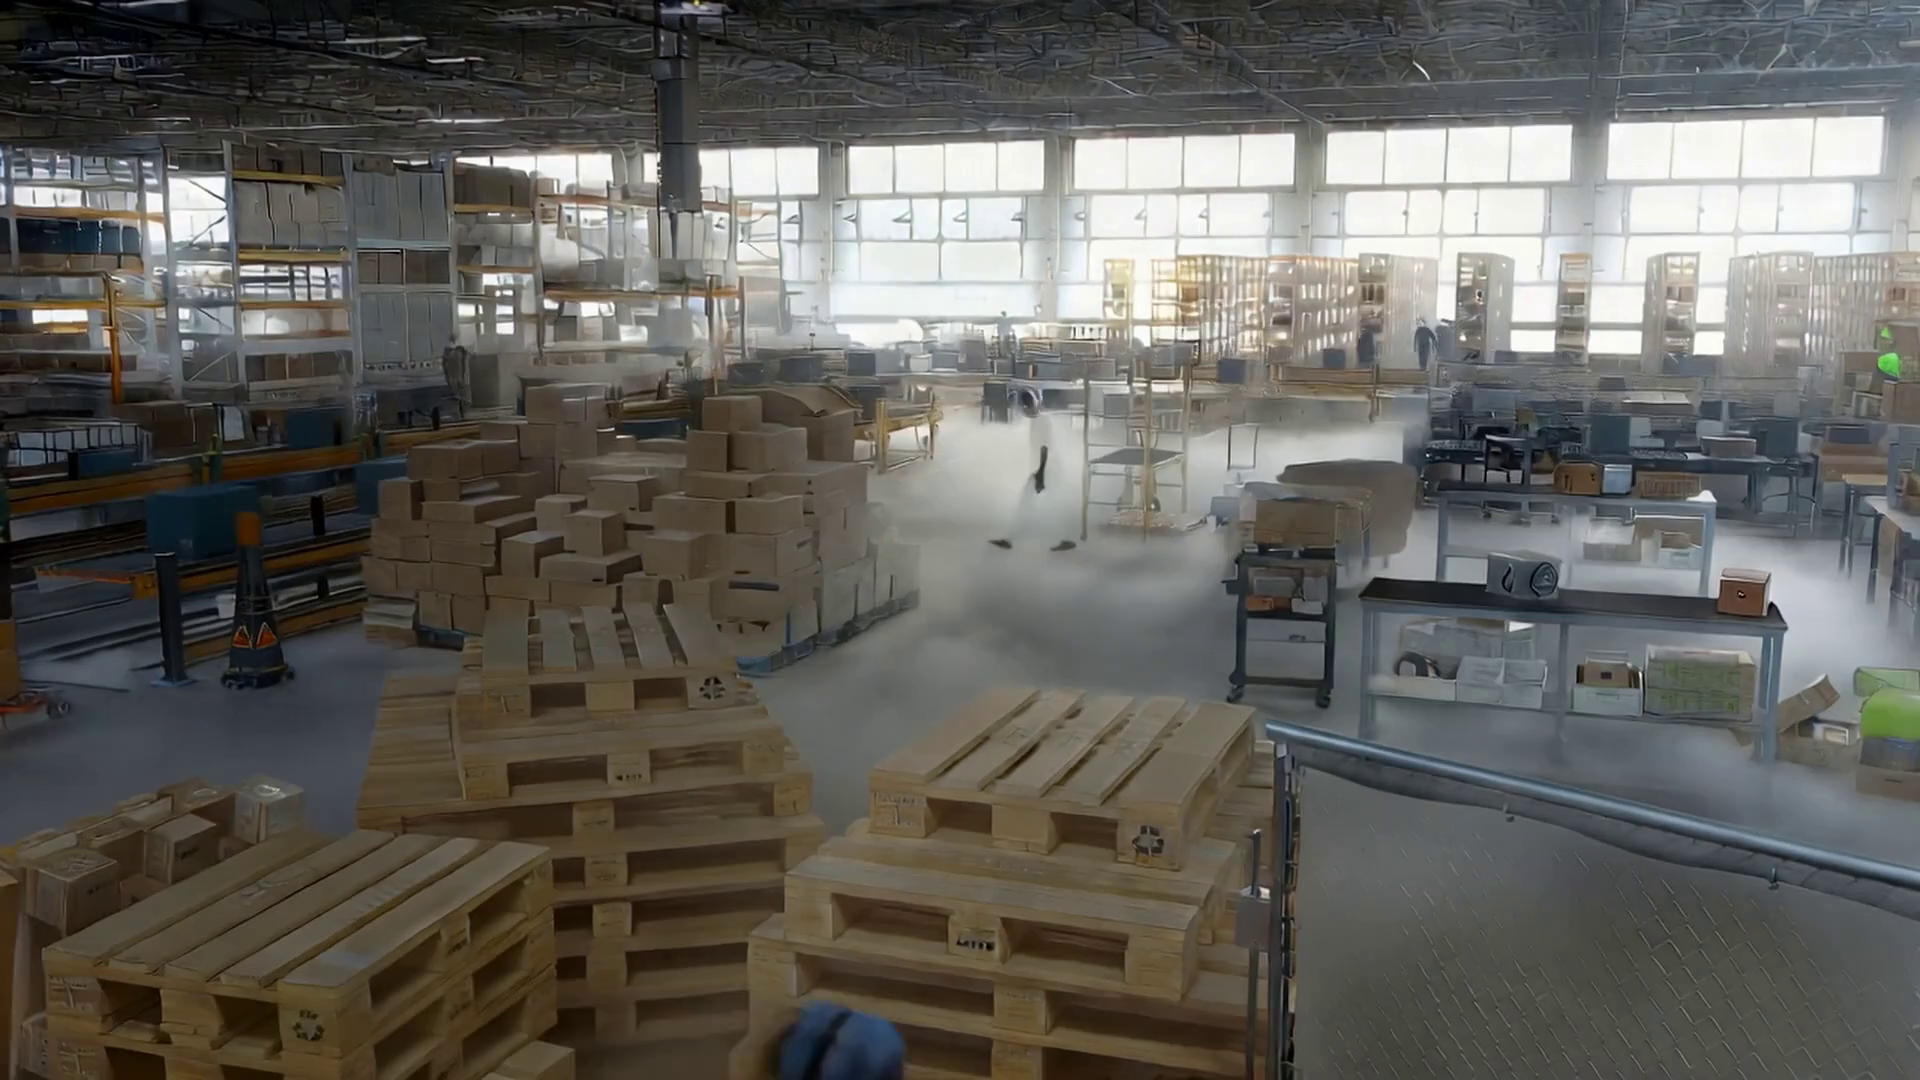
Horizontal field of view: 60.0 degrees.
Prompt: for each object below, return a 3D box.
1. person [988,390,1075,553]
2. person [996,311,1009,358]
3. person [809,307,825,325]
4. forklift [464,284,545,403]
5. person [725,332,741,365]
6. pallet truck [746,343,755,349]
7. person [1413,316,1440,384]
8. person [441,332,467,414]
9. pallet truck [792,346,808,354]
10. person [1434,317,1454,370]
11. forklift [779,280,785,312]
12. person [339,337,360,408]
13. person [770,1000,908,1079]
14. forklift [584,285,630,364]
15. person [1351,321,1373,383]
[{"bbox_3d":[0.818,-0.740,18.147,1.008,1.795,0.595,-3,10,-20],"label":"person"},{"bbox_3d":[1.568,-7.519,60.897,0.480,1.732,0.345,-1,9,-6],"label":"person"},{"bbox_3d":[-5.147,-7.425,59.795,0.625,1.902,0.990,-2,9,-10],"label":"person"},{"bbox_3d":[-10.832,-4.702,39.610,1.129,2.768,1.873,3,10,20],"label":"forklift"},{"bbox_3d":[-5.455,-4.163,39.990,0.331,1.689,0.544,-8,12,-42],"label":"person"},{"bbox_3d":[-6.183,-4.618,44.264,1.601,1.201,0.680,-9,12,-43],"label":"pallet truck"},{"bbox_3d":[12.298,-4.946,44.010,0.817,1.948,0.684,-4,10,-26],"label":"person"},{"bbox_3d":[-10.897,-3.563,35.789,0.615,1.814,0.434,3,10,20],"label":"person"},{"bbox_3d":[-3.705,-4.298,42.022,0.653,1.274,1.630,3,10,20],"label":"pallet truck"},{"bbox_3d":[14.361,-5.720,49.405,0.578,1.802,0.985,4,10,24],"label":"person"},{"bbox_3d":[-7.445,-9.133,67.437,1.873,2.768,1.129,3,10,20],"label":"forklift"},{"bbox_3d":[-13.944,-3.804,37.904,0.520,1.616,0.378,5,11,31],"label":"person"},{"bbox_3d":[-0.119,1.676,2.717,0.730,1.866,0.610,5,10,29],"label":"person"},{"bbox_3d":[-9.934,-6.106,48.426,1.873,2.768,1.129,2,9,13],"label":"forklift"},{"bbox_3d":[10.123,-4.569,41.951,0.973,1.862,0.648,8,12,40],"label":"person"}]
